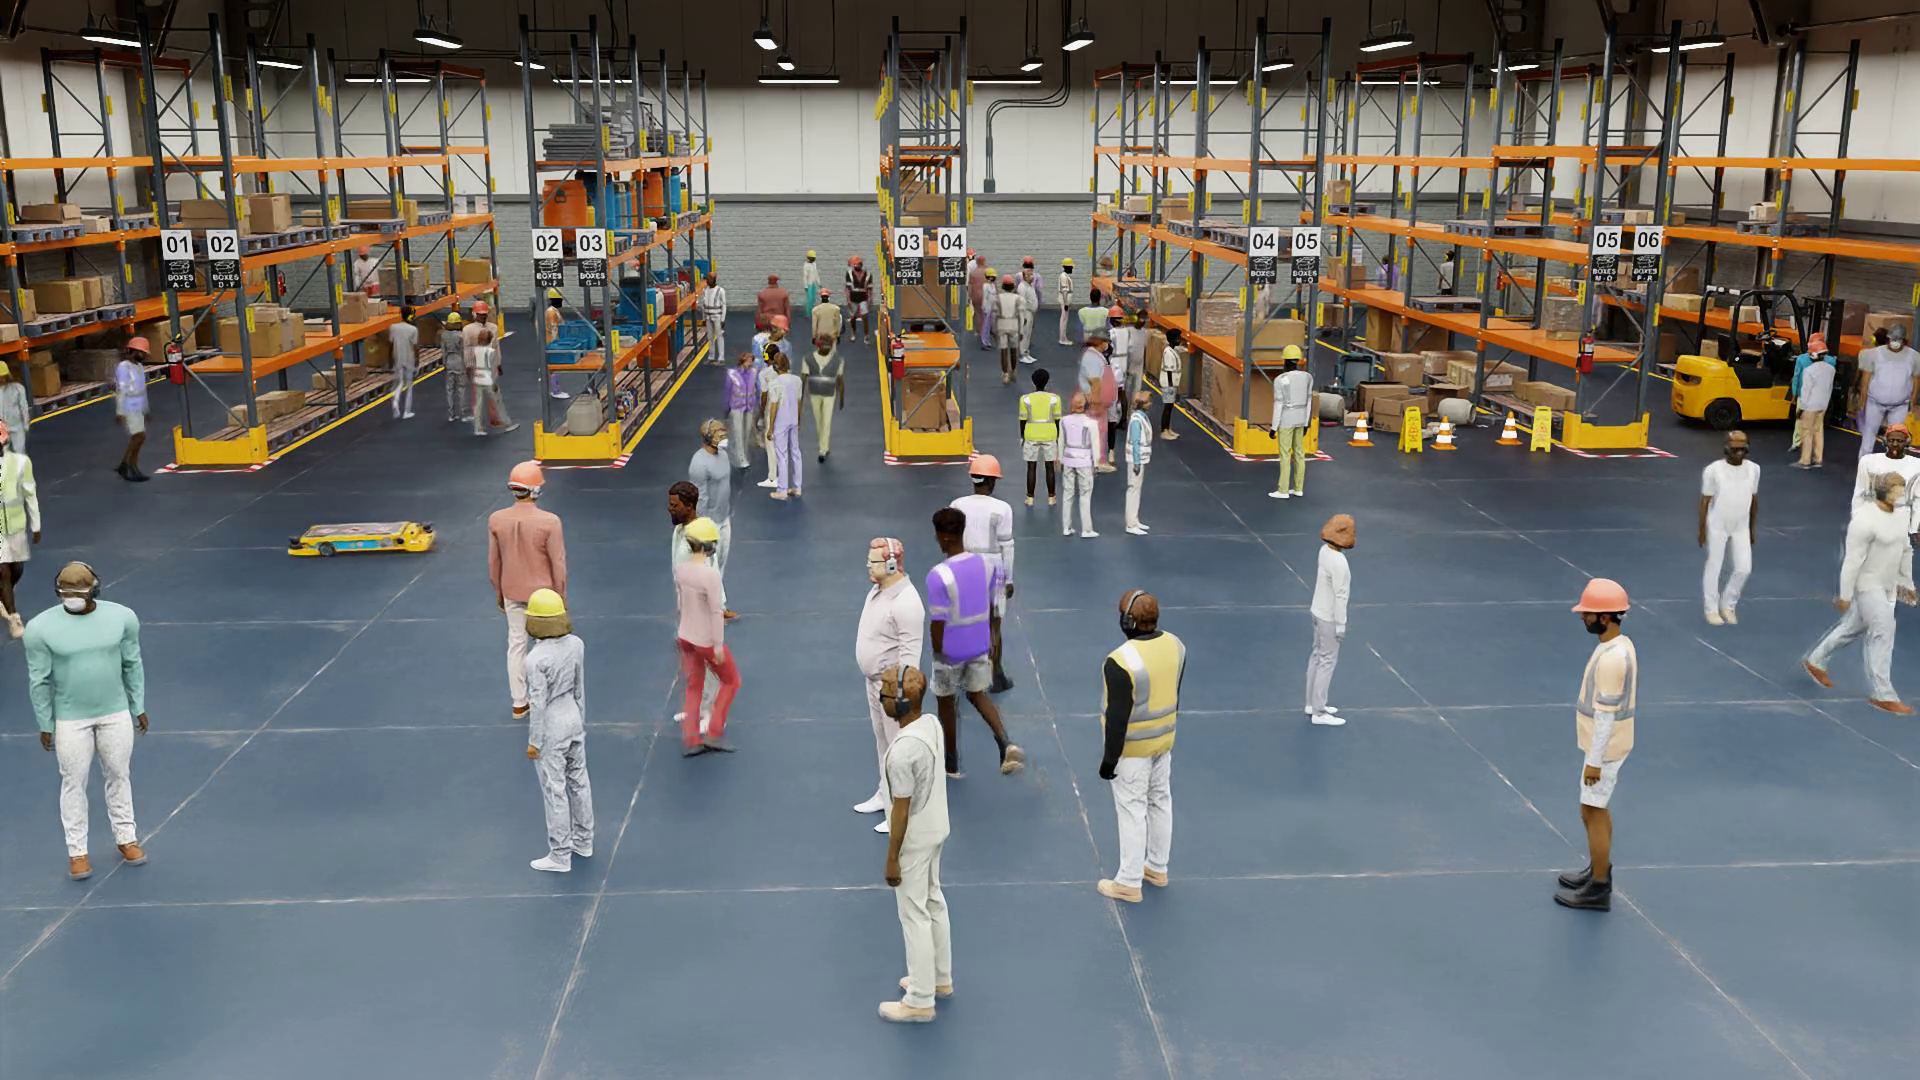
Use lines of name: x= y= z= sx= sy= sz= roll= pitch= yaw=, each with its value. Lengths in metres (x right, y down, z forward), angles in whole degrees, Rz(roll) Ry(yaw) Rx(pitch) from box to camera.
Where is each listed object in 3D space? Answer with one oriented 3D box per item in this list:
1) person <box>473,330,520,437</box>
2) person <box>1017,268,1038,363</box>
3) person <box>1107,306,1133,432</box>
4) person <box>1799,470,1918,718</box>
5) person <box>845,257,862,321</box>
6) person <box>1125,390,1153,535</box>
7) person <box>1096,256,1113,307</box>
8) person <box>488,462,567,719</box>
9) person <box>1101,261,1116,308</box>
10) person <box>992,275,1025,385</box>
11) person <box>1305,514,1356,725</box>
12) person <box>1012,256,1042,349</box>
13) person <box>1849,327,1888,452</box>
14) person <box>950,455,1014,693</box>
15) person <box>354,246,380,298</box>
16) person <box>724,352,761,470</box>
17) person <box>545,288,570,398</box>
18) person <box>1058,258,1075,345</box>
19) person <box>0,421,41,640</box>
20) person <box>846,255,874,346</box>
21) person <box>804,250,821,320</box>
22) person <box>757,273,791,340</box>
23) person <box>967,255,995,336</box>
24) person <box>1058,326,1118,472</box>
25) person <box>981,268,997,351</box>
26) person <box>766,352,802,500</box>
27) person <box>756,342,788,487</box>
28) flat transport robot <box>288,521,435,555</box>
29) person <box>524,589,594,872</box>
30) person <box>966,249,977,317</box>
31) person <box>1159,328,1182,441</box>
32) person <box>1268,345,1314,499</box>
person: x=-7.137 y=-2.393 z=25.328 sx=0.535 sy=1.595 sz=0.815 roll=9 pitch=16 yaw=34
person: x=1.384 y=-4.572 z=33.916 sx=0.407 sy=1.913 sz=0.641 roll=4 pitch=14 yaw=15
person: x=2.395 y=-2.647 z=25.702 sx=0.553 sy=1.935 sz=0.362 roll=-10 pitch=17 yaw=-37
person: x=7.126 y=0.358 z=13.080 sx=0.641 sy=1.901 sz=1.001 roll=-9 pitch=16 yaw=-33
person: x=-2.683 y=-6.338 z=42.018 sx=0.498 sy=1.623 sz=0.286 roll=-11 pitch=17 yaw=-39
person: x=2.028 y=-0.889 z=18.891 sx=0.315 sy=1.640 sz=0.515 roll=3 pitch=14 yaw=13
person: x=3.649 y=-6.371 z=42.140 sx=0.516 sy=1.612 sz=0.509 roll=9 pitch=16 yaw=34
person: x=-3.277 y=0.392 z=12.705 sx=0.612 sy=1.995 sz=0.393 roll=3 pitch=14 yaw=12
person: x=3.686 y=-5.970 z=40.458 sx=0.665 sy=1.612 sz=0.541 roll=-3 pitch=14 yaw=-13
person: x=0.897 y=-3.934 z=31.040 sx=0.612 sy=1.983 sz=1.046 roll=0 pitch=13 yaw=0
person: x=2.823 y=0.597 z=12.632 sx=0.294 sy=1.623 sz=0.494 roll=-1 pitch=13 yaw=-5
person: x=1.451 y=-5.223 z=36.493 sx=0.618 sy=1.989 sz=1.031 roll=-2 pitch=13 yaw=-9
person: x=12.861 y=-2.066 z=23.422 sx=0.559 sy=1.847 sz=0.546 roll=4 pitch=14 yaw=17
person: x=0.185 y=0.273 z=13.356 sx=0.544 sy=1.927 sz=0.384 roll=6 pitch=14 yaw=23
person: x=-14.721 y=-6.339 z=41.391 sx=0.630 sy=1.911 sz=1.032 roll=-3 pitch=14 yaw=-12
person: x=-2.939 y=-1.770 z=22.732 sx=0.521 sy=1.586 sz=0.857 roll=-8 pitch=16 yaw=-31
person: x=-7.056 y=-3.446 z=29.110 sx=0.368 sy=1.928 sz=0.585 roll=-3 pitch=14 yaw=-14
person: x=2.367 y=-5.312 z=37.015 sx=0.366 sy=1.927 sz=0.585 roll=1 pitch=13 yaw=4
person: x=-8.674 y=-0.151 z=15.028 sx=0.611 sy=2.002 sz=0.930 roll=-13 pitch=18 yaw=-43
person: x=-2.210 y=-5.346 z=37.001 sx=0.636 sy=1.995 sz=0.748 roll=0 pitch=13 yaw=0
person: x=-3.769 y=-6.508 z=42.473 sx=0.397 sy=1.754 sz=0.551 roll=6 pitch=14 yaw=23
person: x=-3.698 y=-4.335 z=32.983 sx=0.695 sy=1.889 sz=0.638 roll=1 pitch=13 yaw=2
person: x=0.480 y=-5.661 z=38.600 sx=0.642 sy=1.883 sz=0.419 roll=-5 pitch=14 yaw=-19
person: x=1.751 y=-1.908 z=22.352 sx=0.738 sy=2.000 sz=0.679 roll=3 pitch=14 yaw=12
person: x=0.646 y=-4.993 z=36.009 sx=0.331 sy=1.768 sz=0.526 roll=5 pitch=14 yaw=21
person: x=-2.184 y=-1.416 z=20.699 sx=0.505 sy=1.839 sz=0.344 roll=-13 pitch=18 yaw=-43
person: x=-2.427 y=-1.614 z=21.472 sx=0.328 sy=1.872 sz=0.515 roll=9 pitch=16 yaw=34
flat transport robot: x=-6.527 y=-0.024 z=18.161 sx=1.431 sy=0.197 sz=0.652 roll=-2 pitch=14 yaw=-10
person: x=-2.460 y=1.141 z=10.072 sx=0.304 sy=1.742 sz=0.493 roll=6 pitch=14 yaw=23
person: x=0.309 y=-6.644 z=43.052 sx=0.349 sy=1.743 sz=0.563 roll=8 pitch=16 yaw=31
person: x=3.151 y=-2.334 z=24.915 sx=0.319 sy=1.688 sz=0.537 roll=3 pitch=14 yaw=11
person: x=4.111 y=-1.467 z=20.727 sx=0.585 sy=1.927 sz=0.366 roll=-7 pitch=15 yaw=-29
